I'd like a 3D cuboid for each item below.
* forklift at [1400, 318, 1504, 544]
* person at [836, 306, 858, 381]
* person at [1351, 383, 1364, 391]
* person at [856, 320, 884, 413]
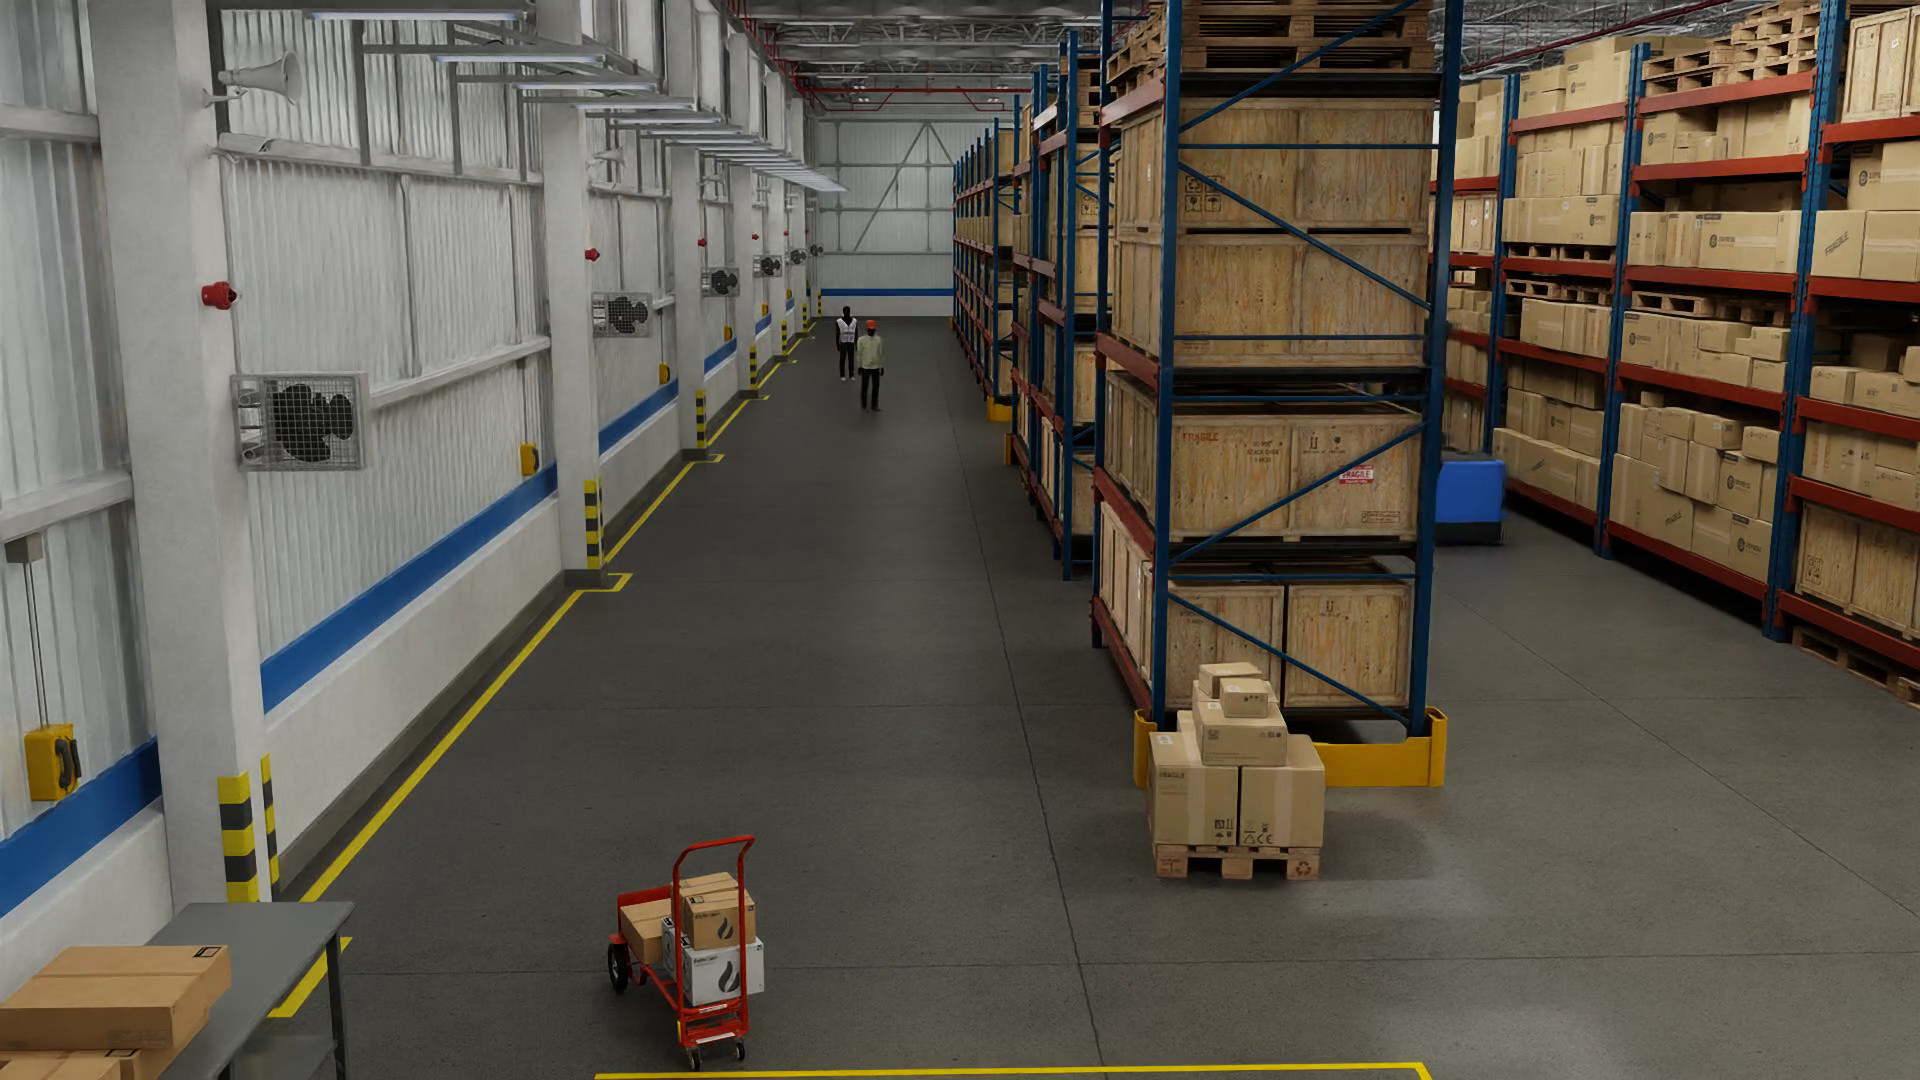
[{"bbox_3d":[5.872,-1.399,21.125,1.873,2.768,1.129,0,11,-2],"label":"forklift"},{"bbox_3d":[-2.886,-5.010,42.453,0.586,1.913,0.397,-5,12,-24],"label":"person"},{"bbox_3d":[7.803,-3.014,32.785,0.361,1.621,0.517,5,12,25],"label":"person"},{"bbox_3d":[-1.905,-3.705,35.466,0.617,1.987,0.403,-5,12,-22],"label":"person"}]
